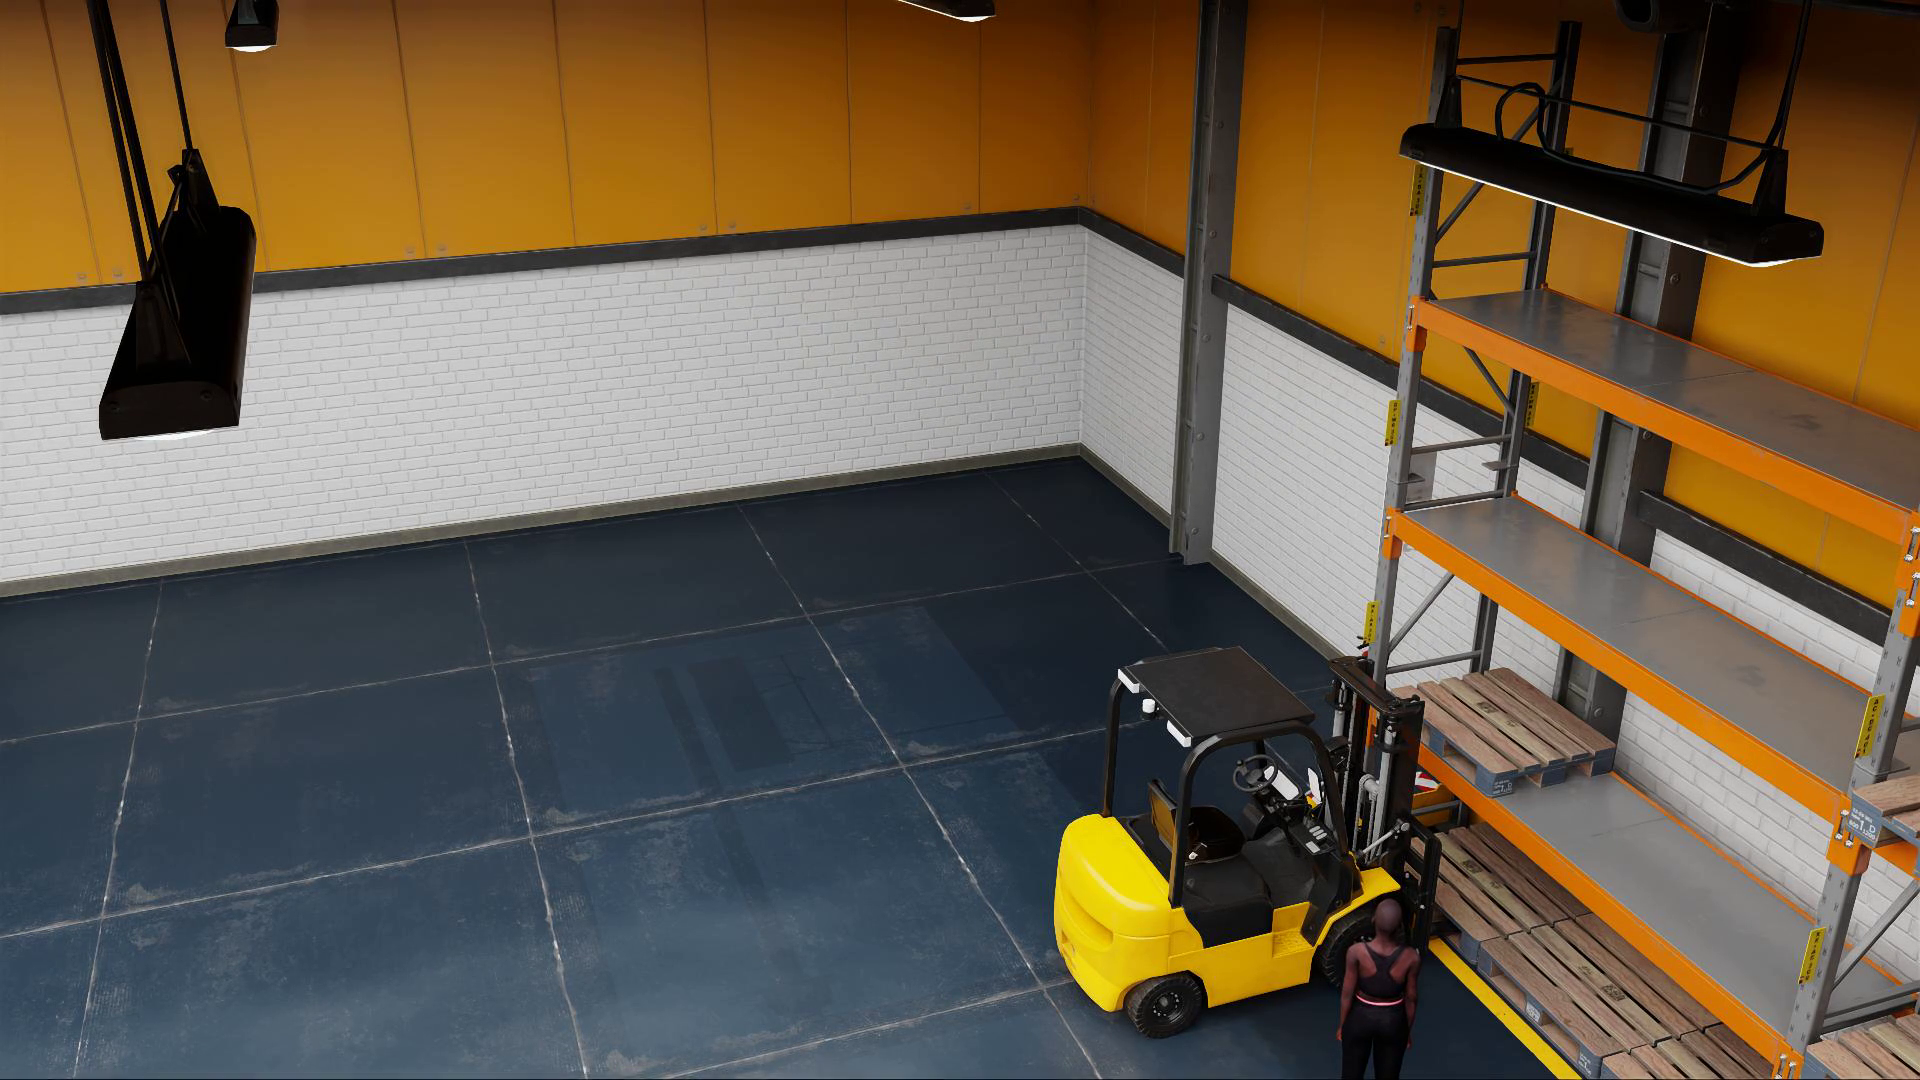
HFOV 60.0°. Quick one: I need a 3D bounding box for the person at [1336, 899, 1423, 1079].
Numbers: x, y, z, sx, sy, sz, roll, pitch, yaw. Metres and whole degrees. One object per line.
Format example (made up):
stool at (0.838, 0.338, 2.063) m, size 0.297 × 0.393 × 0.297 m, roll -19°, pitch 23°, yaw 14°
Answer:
person at (2.354, 2.779, 9.433) m, size 0.658 × 1.758 × 0.671 m, roll 3°, pitch 24°, yaw 8°
